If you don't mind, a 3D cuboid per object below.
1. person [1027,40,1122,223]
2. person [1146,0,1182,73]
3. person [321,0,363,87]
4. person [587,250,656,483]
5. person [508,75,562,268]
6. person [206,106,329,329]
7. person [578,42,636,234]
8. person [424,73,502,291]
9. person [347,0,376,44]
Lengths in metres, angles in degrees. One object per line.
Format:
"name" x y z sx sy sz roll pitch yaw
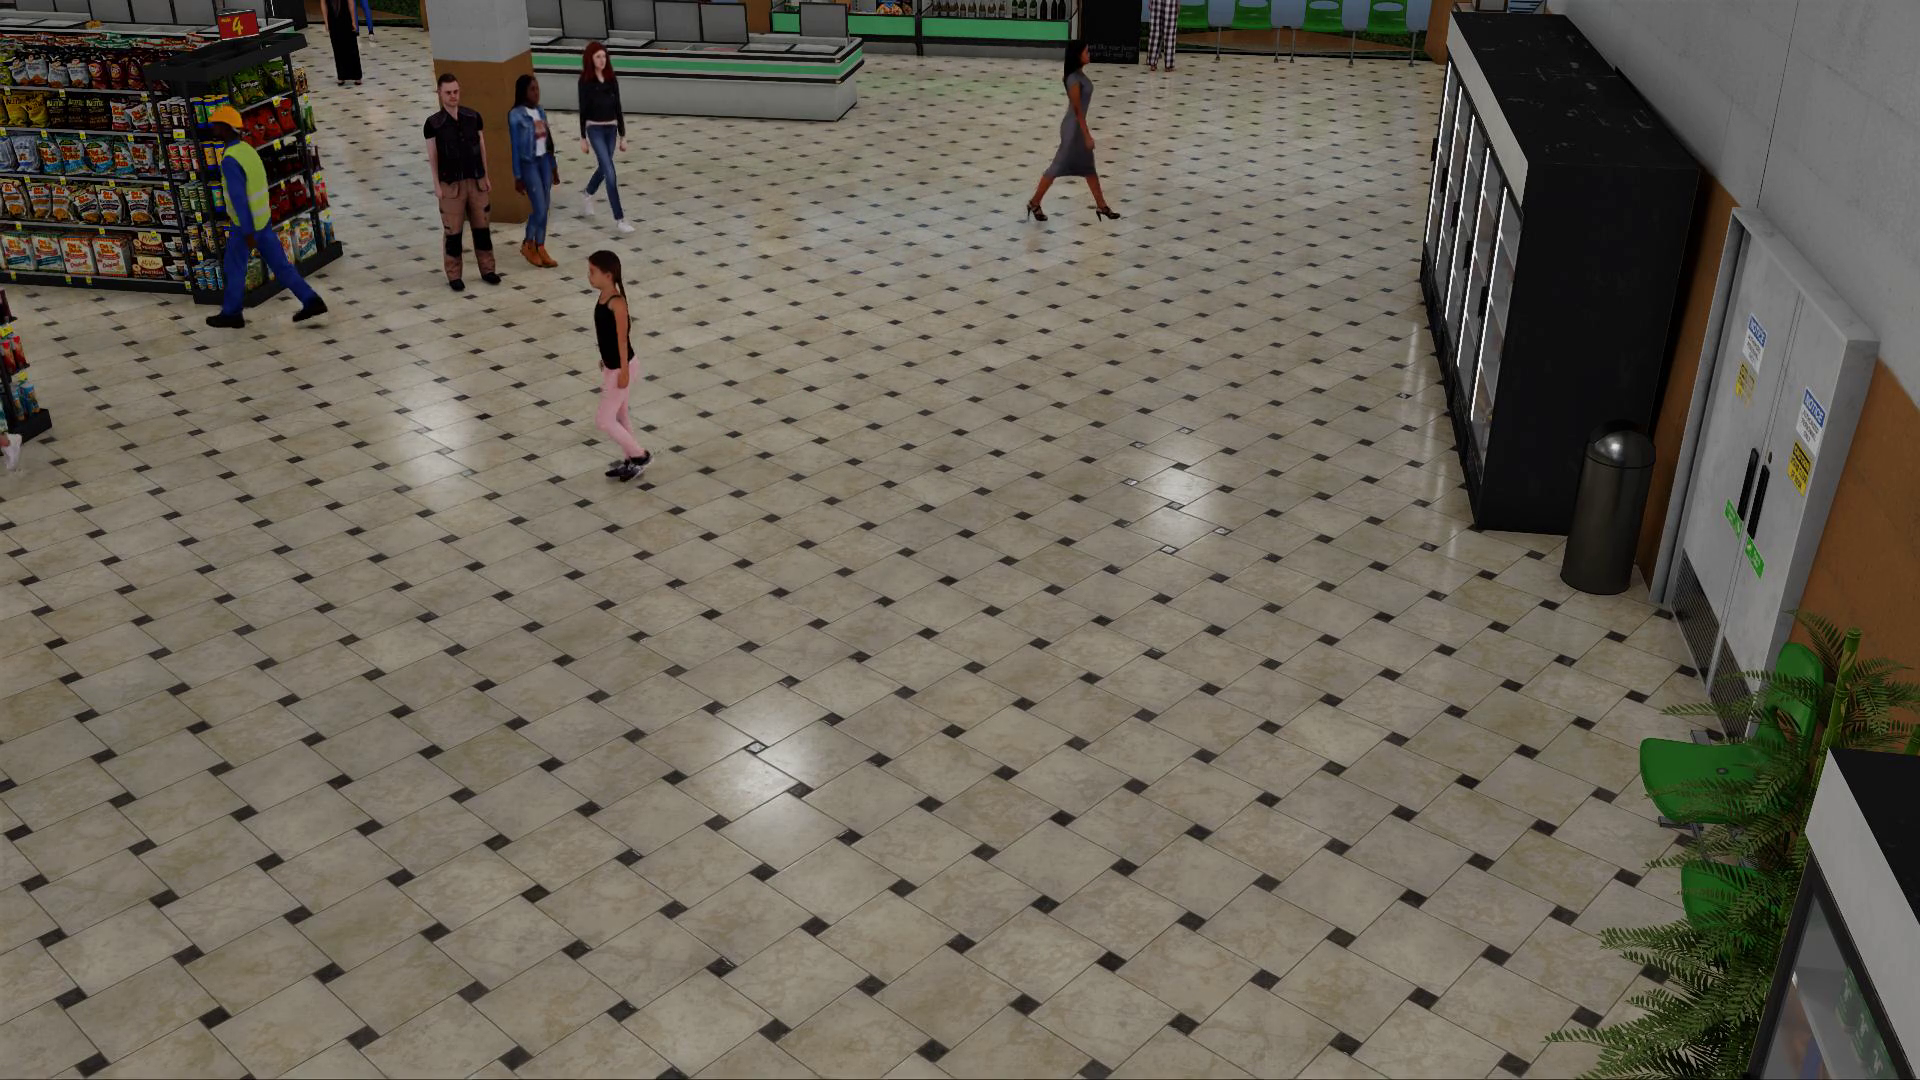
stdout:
"person" 0.985 -3.844 15.904 1.131 1.729 0.605 5 27 10
"person" 2.789 -7.350 22.687 0.546 1.848 0.728 11 29 20
"person" -8.139 -6.804 21.884 0.565 1.600 0.695 -5 27 -9
"person" -2.134 -1.108 10.709 0.722 1.550 0.671 -12 29 -22
"person" -3.861 -3.273 14.806 0.700 1.704 0.702 12 29 22
"person" -5.570 -2.531 13.267 1.250 1.773 0.847 -1 27 -2
"person" -3.446 -3.830 15.866 1.128 1.740 1.259 -20 33 -35
"person" -4.289 -3.092 14.298 0.764 1.841 0.817 -19 32 -33
"person" -8.989 -8.311 24.668 0.718 1.769 0.776 -18 32 -31
